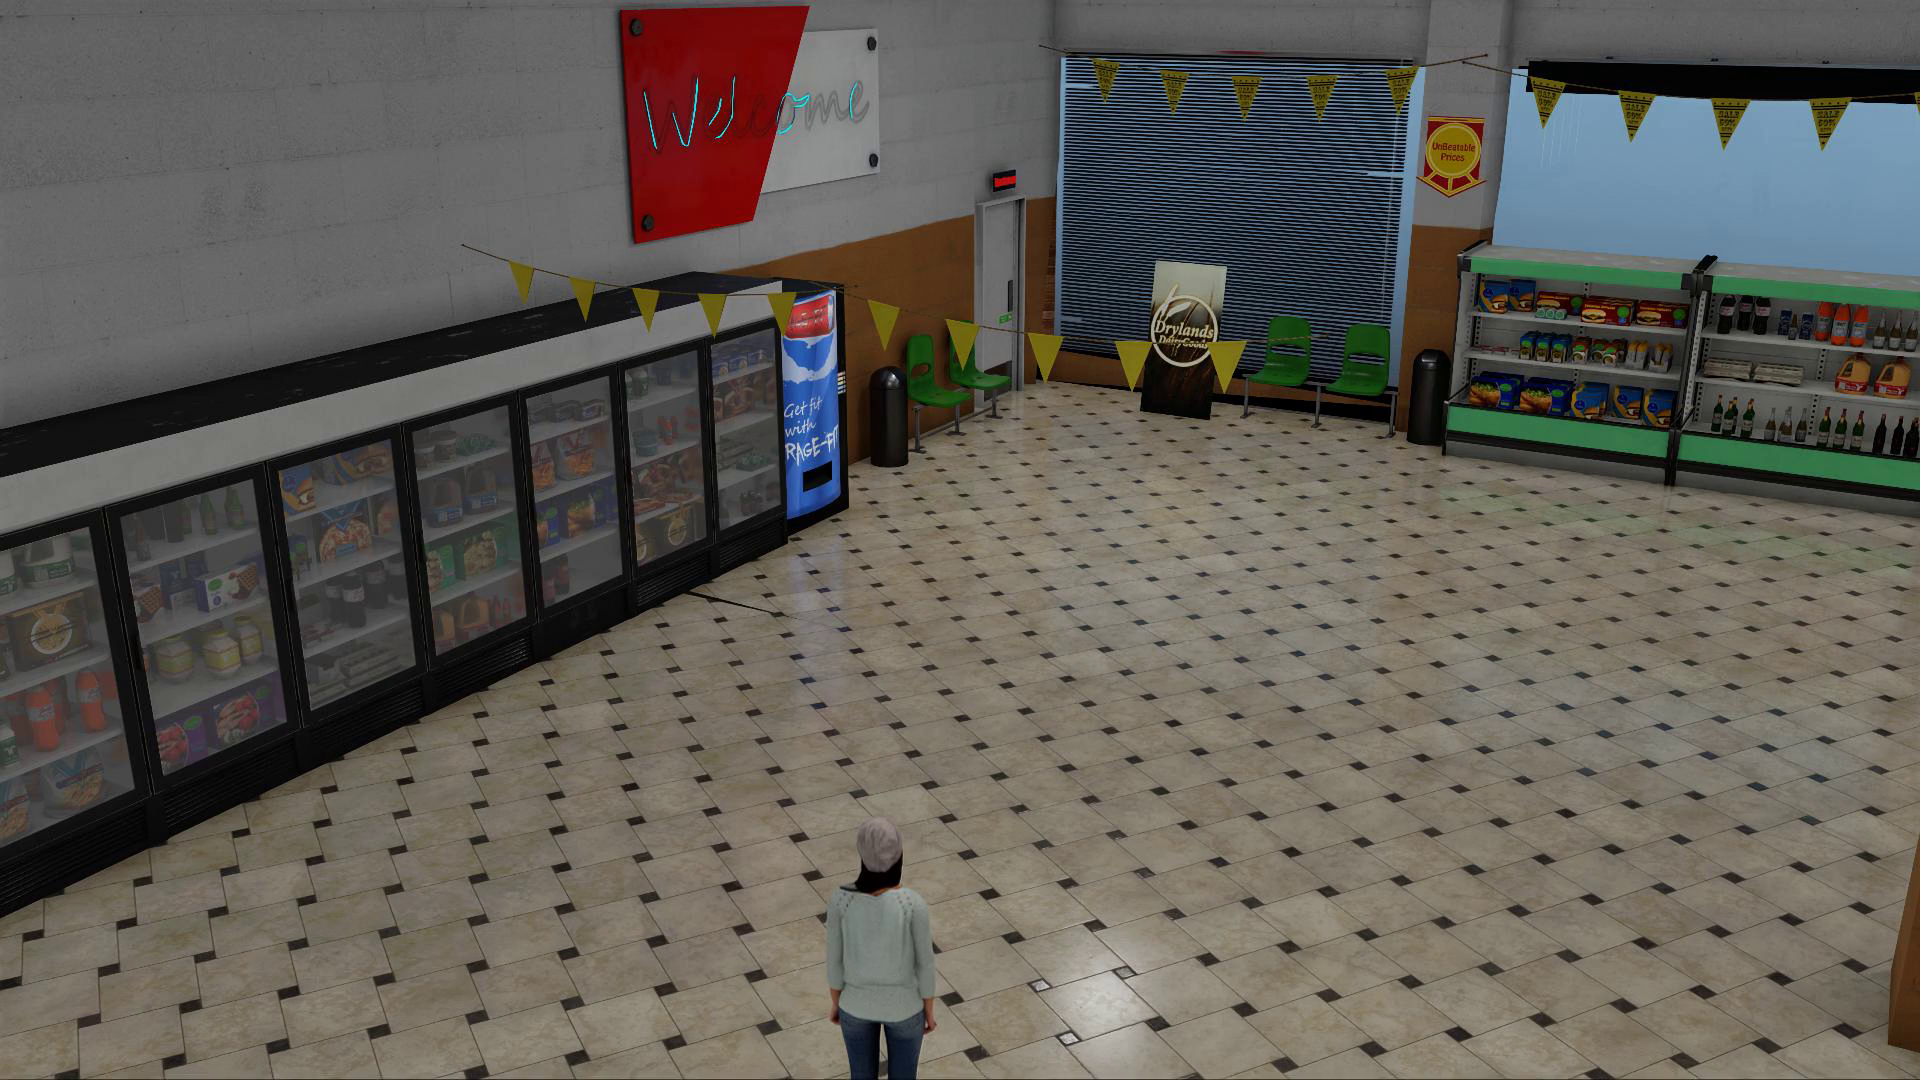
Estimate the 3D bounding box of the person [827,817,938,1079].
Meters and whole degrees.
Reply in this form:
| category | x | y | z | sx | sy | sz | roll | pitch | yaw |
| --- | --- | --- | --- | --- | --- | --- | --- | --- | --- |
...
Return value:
| category | x | y | z | sx | sy | sz | roll | pitch | yaw |
| --- | --- | --- | --- | --- | --- | --- | --- | --- | --- |
| person | -0.309 | 1.829 | 6.580 | 0.550 | 1.644 | 0.699 | 2 | 19 | 7 |
